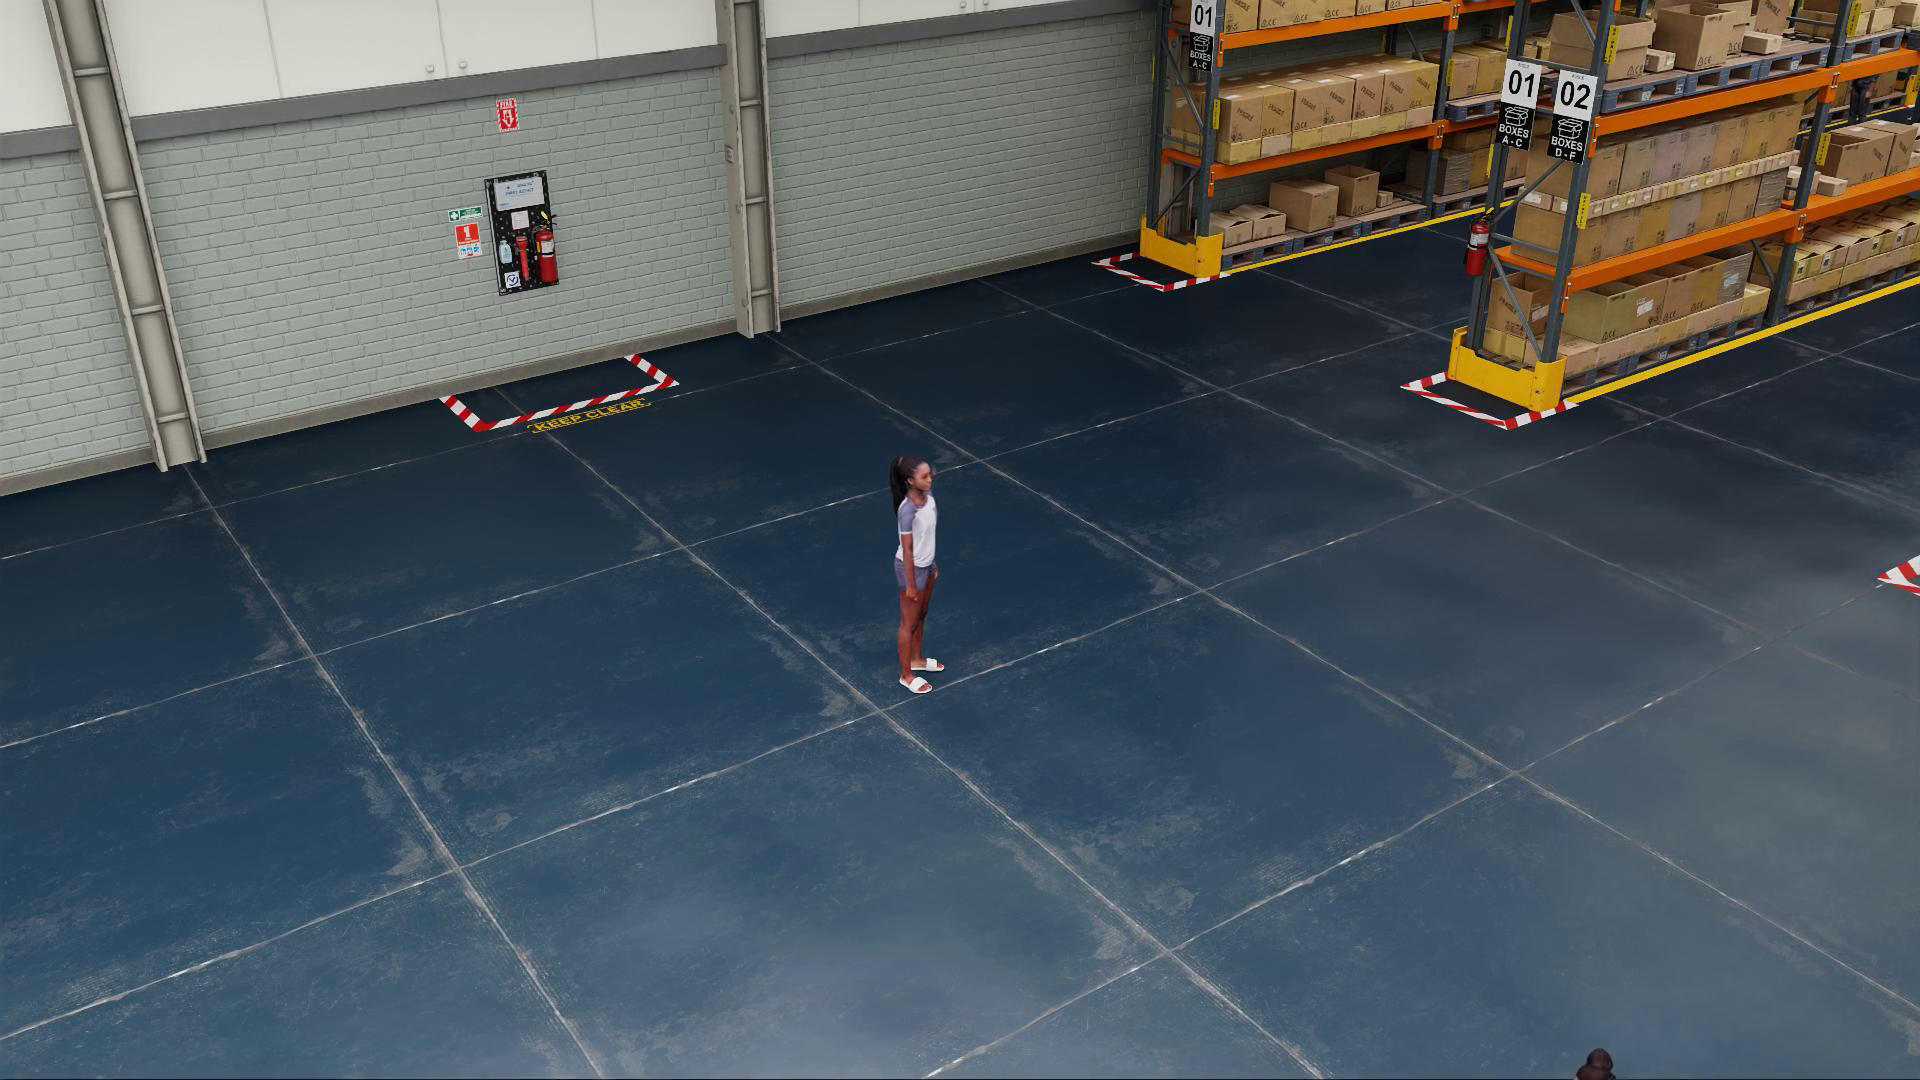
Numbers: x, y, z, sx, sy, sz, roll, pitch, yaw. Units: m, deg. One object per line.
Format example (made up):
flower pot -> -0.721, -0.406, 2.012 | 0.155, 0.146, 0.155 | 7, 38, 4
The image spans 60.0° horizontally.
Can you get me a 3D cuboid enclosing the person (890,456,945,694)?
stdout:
person -> -0.303, 0.209, 11.509 | 0.765, 1.722, 0.681 | 9, 29, 17
